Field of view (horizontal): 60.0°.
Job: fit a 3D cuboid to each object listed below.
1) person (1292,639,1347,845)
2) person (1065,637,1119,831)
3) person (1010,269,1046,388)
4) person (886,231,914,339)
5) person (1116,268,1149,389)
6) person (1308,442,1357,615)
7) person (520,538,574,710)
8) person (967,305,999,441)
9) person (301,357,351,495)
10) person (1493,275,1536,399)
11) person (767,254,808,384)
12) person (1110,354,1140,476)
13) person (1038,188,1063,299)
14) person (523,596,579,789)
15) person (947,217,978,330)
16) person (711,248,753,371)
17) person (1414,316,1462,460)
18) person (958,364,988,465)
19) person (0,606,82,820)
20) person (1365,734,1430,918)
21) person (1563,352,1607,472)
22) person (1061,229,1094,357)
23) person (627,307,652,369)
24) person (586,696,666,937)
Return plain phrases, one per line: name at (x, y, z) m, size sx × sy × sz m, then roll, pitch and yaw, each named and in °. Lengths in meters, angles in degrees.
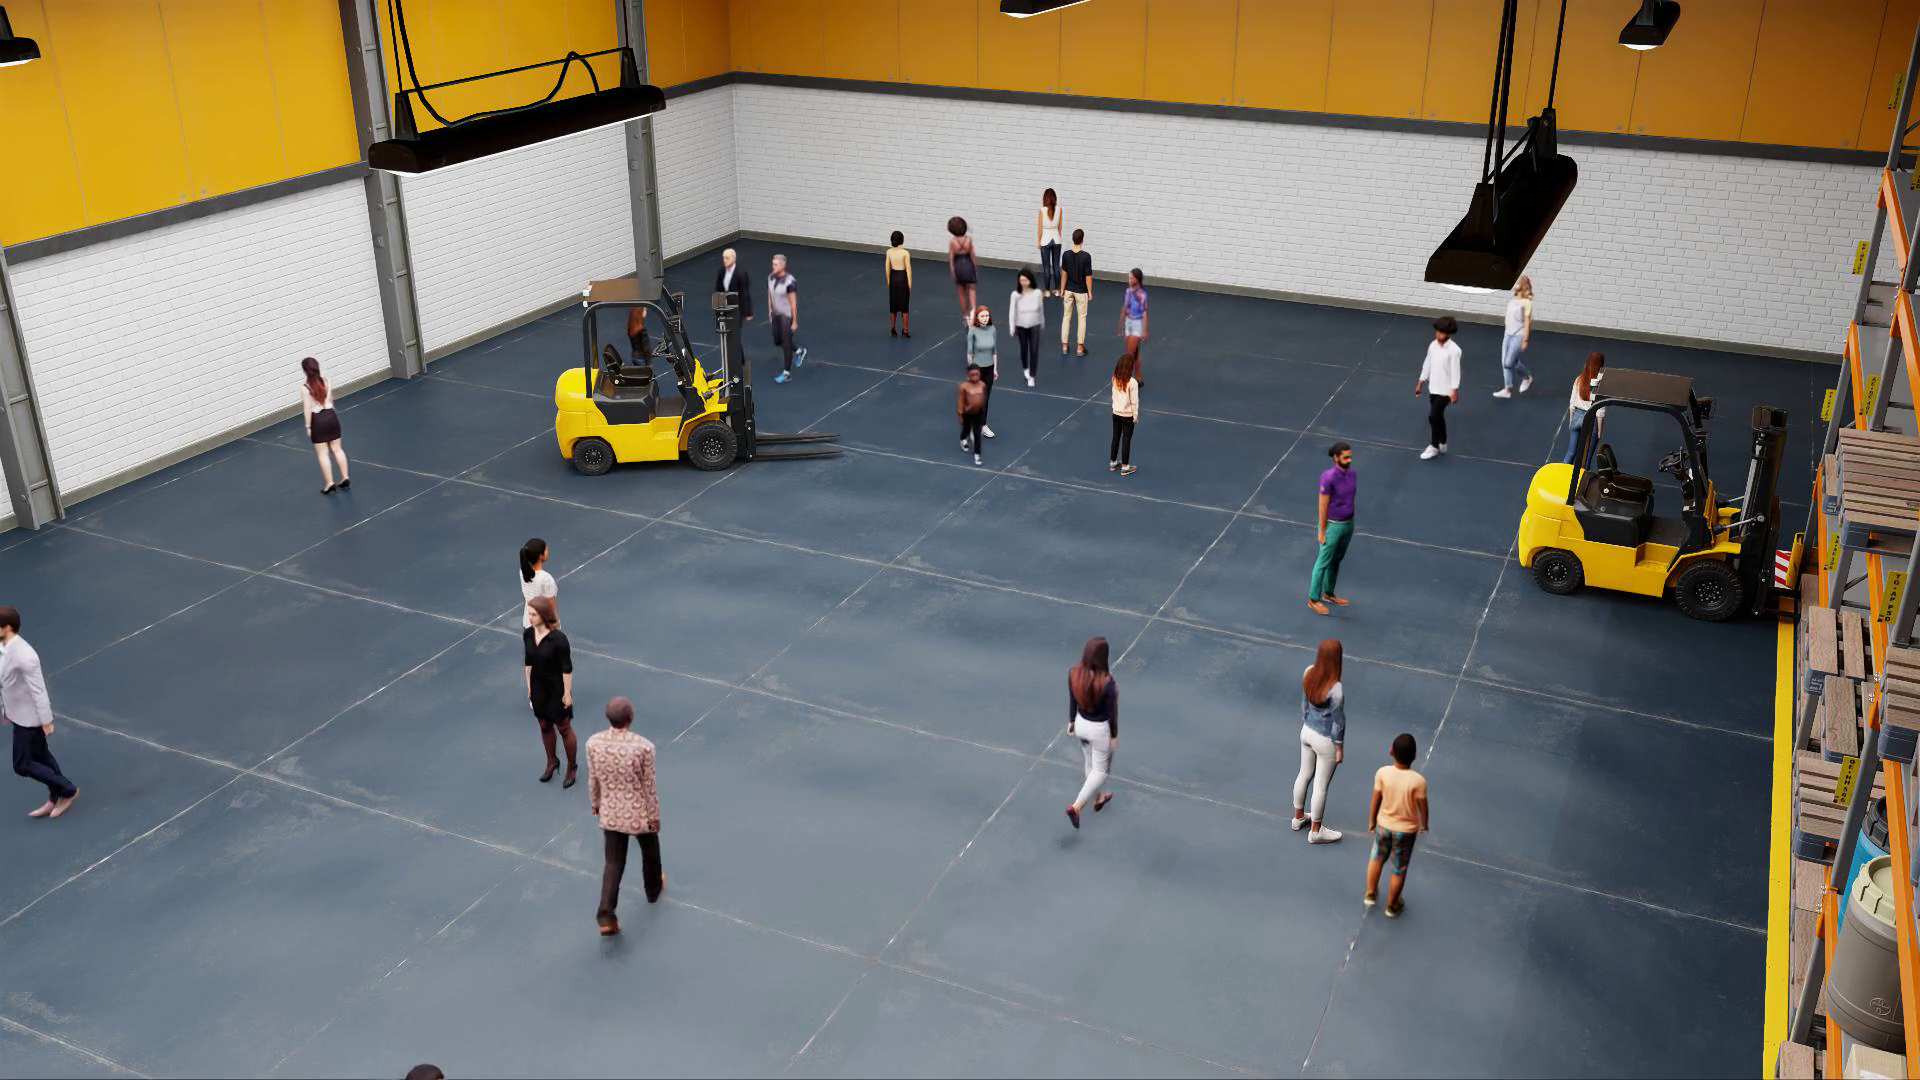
person at (2.766, 1.531, 12.804) m, size 0.723 × 1.703 × 0.687 m, roll -11°, pitch 26°, yaw -23°
person at (1.021, 1.518, 12.974) m, size 0.752 × 1.591 × 1.021 m, roll 18°, pitch 29°, yaw 35°
person at (0.963, -2.978, 23.195) m, size 0.945 × 1.642 × 1.152 m, roll -3°, pitch 24°, yaw -6°
person at (-0.930, -3.877, 25.239) m, size 0.560 × 1.653 × 0.527 m, roll 11°, pitch 26°, yaw 23°
person at (2.472, -2.884, 22.877) m, size 0.879 × 1.725 × 0.796 m, roll -15°, pitch 28°, yaw -30°
person at (3.729, -0.145, 16.557) m, size 0.631 × 1.767 × 0.764 m, roll -18°, pitch 30°, yaw -36°
person at (-3.690, 0.758, 14.649) m, size 0.591 × 1.641 × 0.554 m, roll 16°, pitch 28°, yaw 33°
person at (0.279, -2.138, 21.149) m, size 0.648 × 1.742 × 0.729 m, roll -11°, pitch 26°, yaw -24°
person at (-7.446, -1.341, 19.448) m, size 0.642 × 1.643 × 0.509 m, roll 14°, pitch 27°, yaw 28°
person at (7.616, -2.742, 22.571) m, size 0.911 × 1.710 × 0.864 m, roll -5°, pitch 24°, yaw -12°
person at (-2.393, -3.134, 23.344) m, size 0.855 × 1.808 × 1.036 m, roll 19°, pitch 30°, yaw 37°
person at (1.974, -1.530, 20.084) m, size 0.614 × 1.481 × 0.626 m, roll -20°, pitch 30°, yaw -37°
person at (1.503, -4.892, 27.404) m, size 0.661 × 1.778 × 0.714 m, roll -7°, pitch 25°, yaw -16°
person at (-3.319, 1.225, 13.503) m, size 0.581 × 1.704 × 0.484 m, roll 11°, pitch 26°, yaw 23°
person at (0.063, -4.062, 25.525) m, size 0.849 × 1.762 × 0.924 m, roll -3°, pitch 24°, yaw -7°
person at (-3.184, -3.306, 23.768) m, size 0.756 × 1.784 × 0.732 m, roll 16°, pitch 28°, yaw 32°
person at (6.010, -1.899, 20.545) m, size 0.904 × 1.788 × 0.842 m, roll -10°, pitch 26°, yaw -22°
person at (0.149, -1.593, 20.536) m, size 0.851 × 1.234 × 0.948 m, roll -6°, pitch 24°, yaw -14°
person at (-7.239, 1.337, 13.080) m, size 0.804 × 1.838 × 0.792 m, roll -19°, pitch 30°, yaw -36°
person at (3.115, 2.070, 11.879) m, size 0.556 × 1.456 × 0.560 m, roll 13°, pitch 27°, yaw 27°
person at (7.292, -1.361, 19.388) m, size 0.648 × 1.728 × 0.652 m, roll -17°, pitch 29°, yaw -33°
person at (1.713, -3.648, 24.466) m, size 0.630 × 1.851 × 0.539 m, roll 11°, pitch 26°, yaw 24°
person at (-4.257, -2.435, 22.153) m, size 0.632 × 1.482 × 0.628 m, roll -19°, pitch 30°, yaw -36°
person at (-2.376, 1.960, 11.712) m, size 0.921 × 1.791 × 1.238 m, roll 3°, pitch 24°, yaw 7°
